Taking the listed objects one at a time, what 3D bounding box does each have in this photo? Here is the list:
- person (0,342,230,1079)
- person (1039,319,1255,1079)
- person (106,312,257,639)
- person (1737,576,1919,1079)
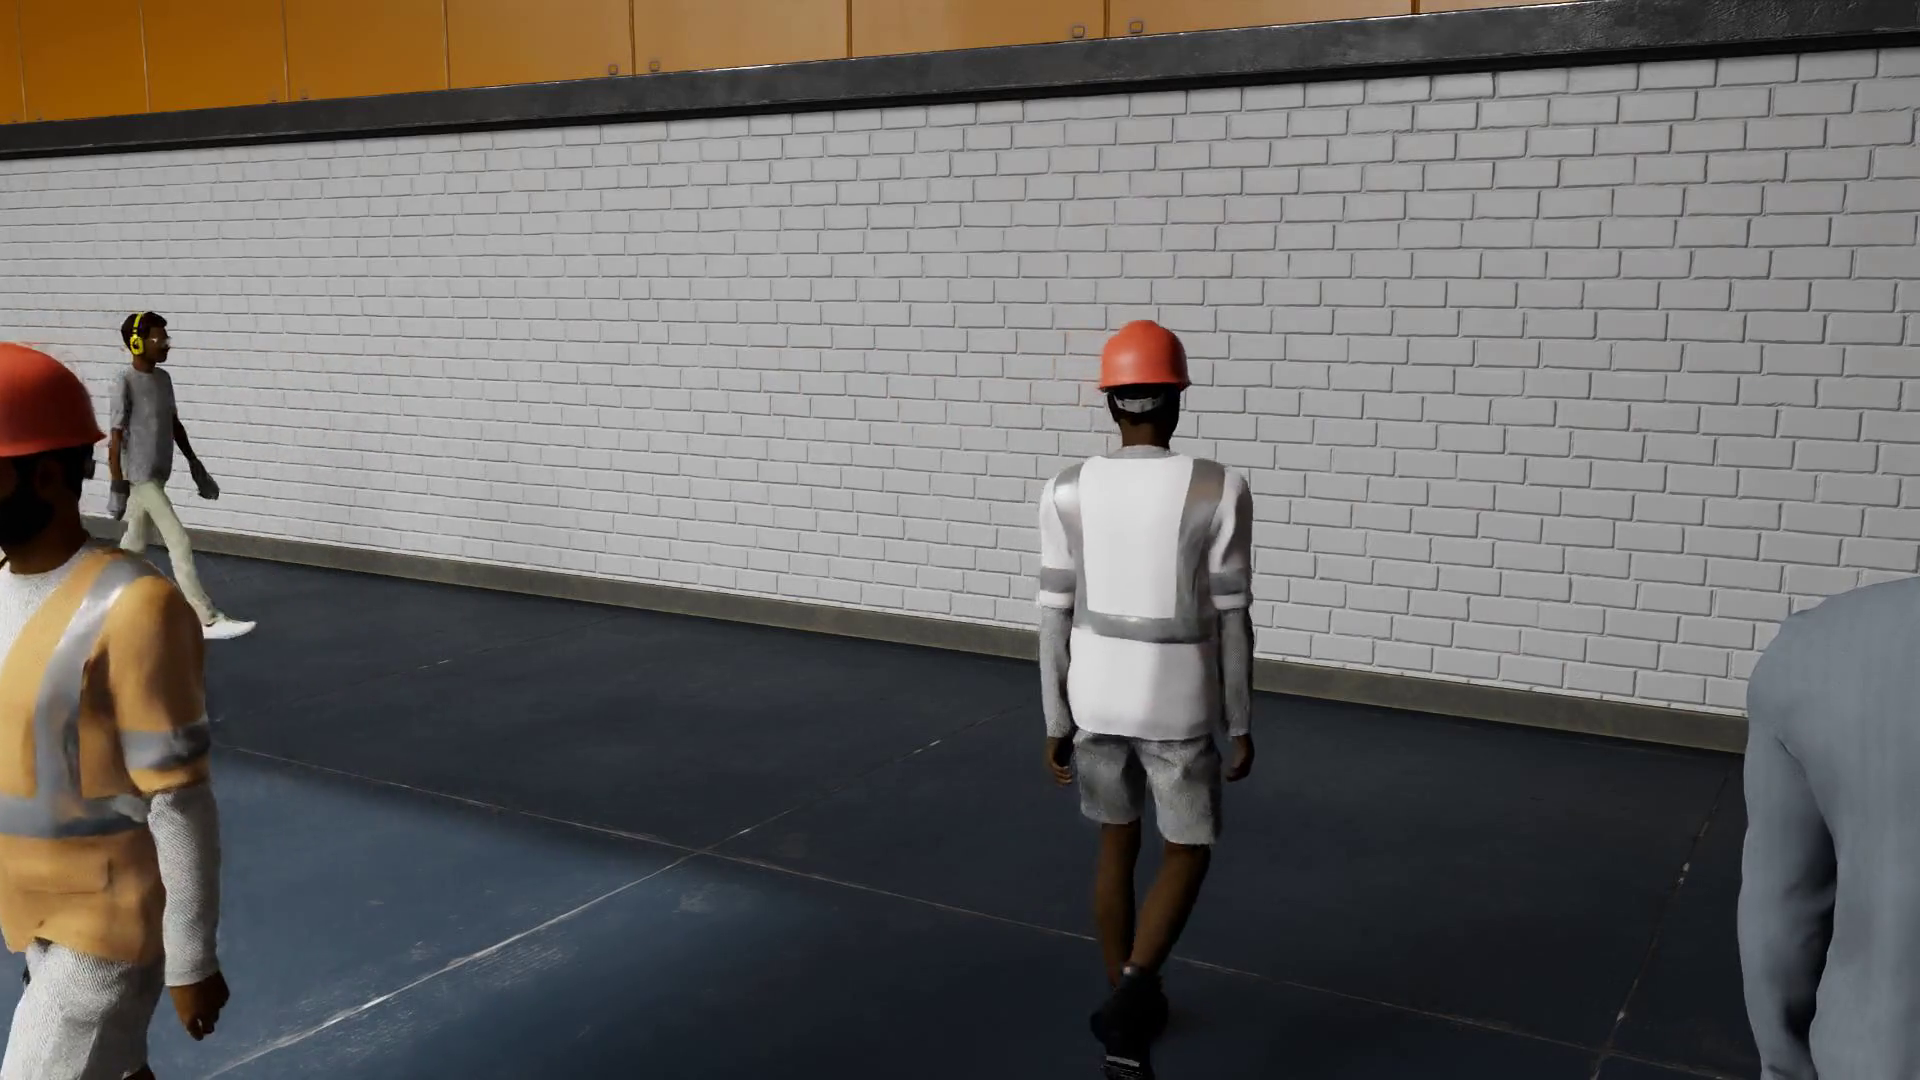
[{"bbox_3d":[-1.532,0.641,2.734,0.566,1.911,0.757,7,12,38],"label":"person"},{"bbox_3d":[0.428,0.420,4.105,0.547,1.913,0.684,4,10,24],"label":"person"},{"bbox_3d":[-4.459,-0.339,9.163,1.000,1.818,0.535,0,9,-3],"label":"person"},{"bbox_3d":[1.264,0.736,2.046,0.372,1.940,0.627,-6,11,-34],"label":"person"}]
